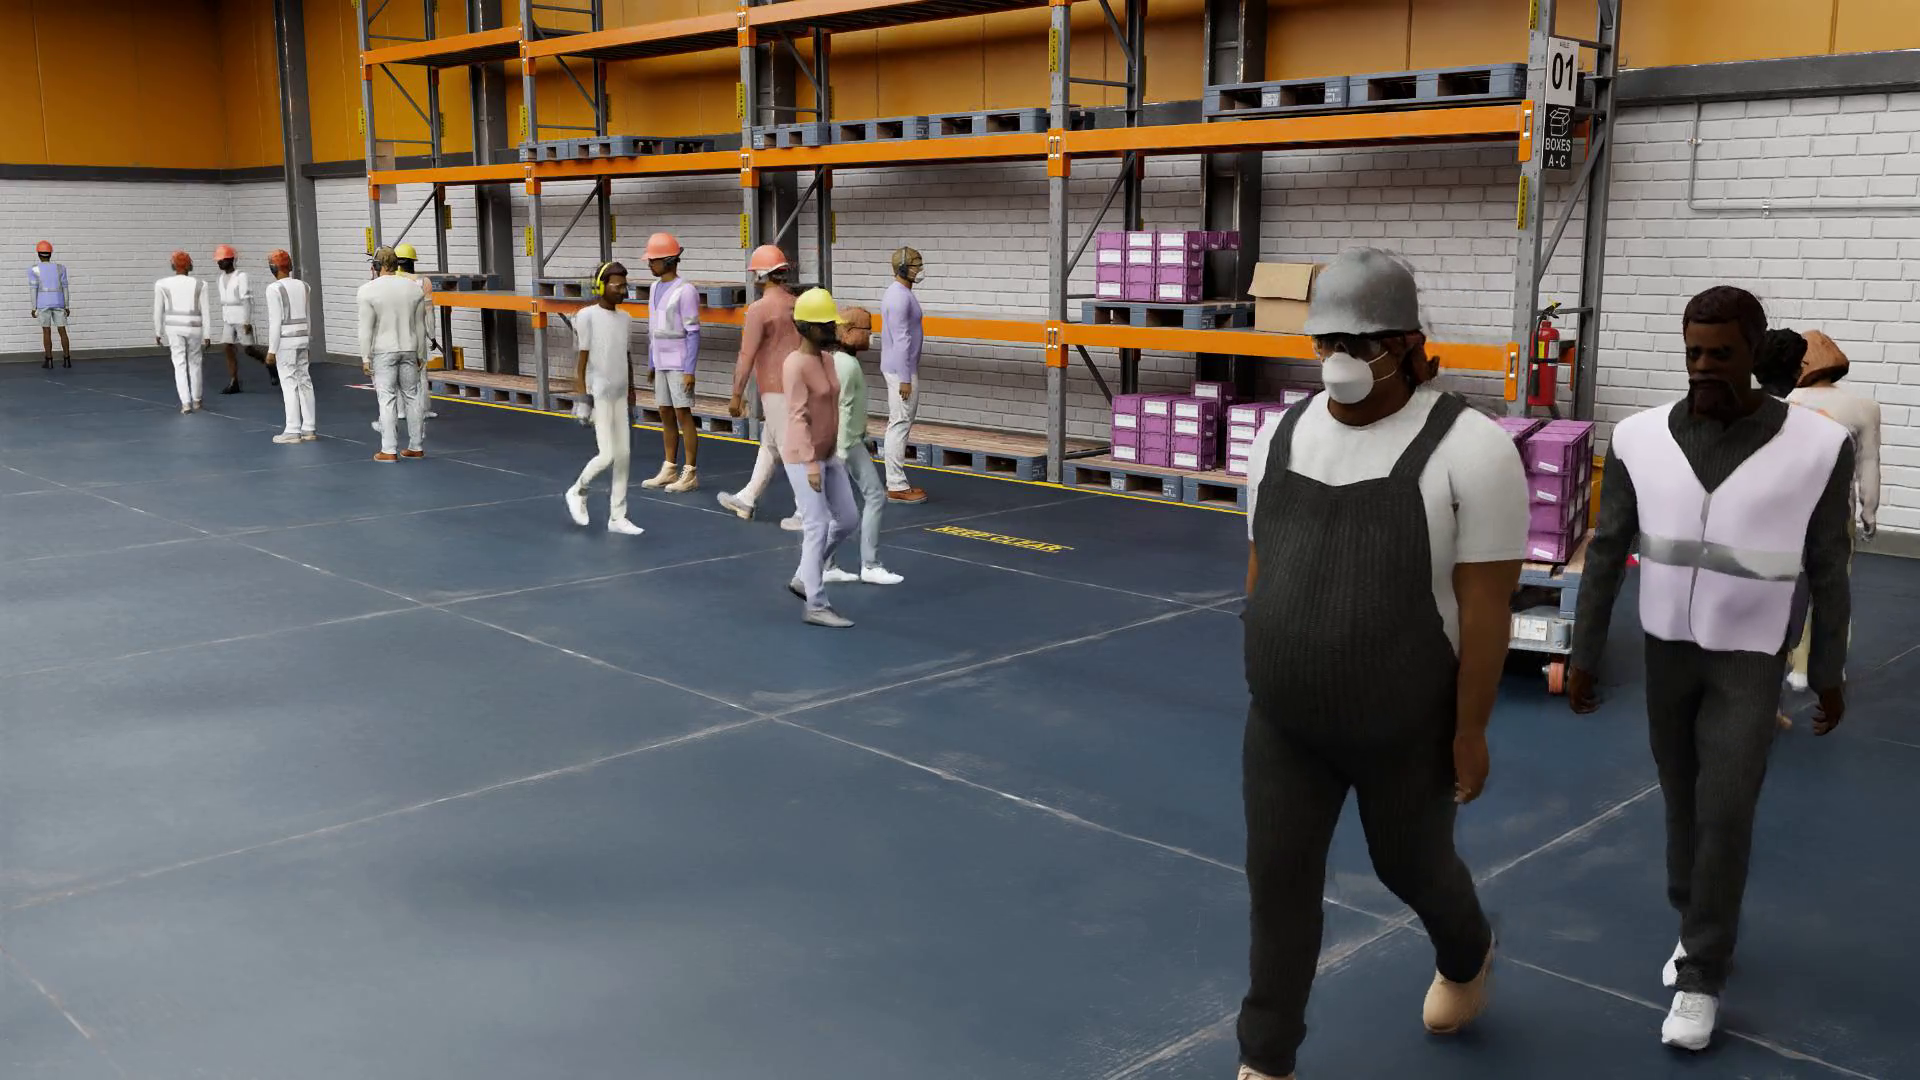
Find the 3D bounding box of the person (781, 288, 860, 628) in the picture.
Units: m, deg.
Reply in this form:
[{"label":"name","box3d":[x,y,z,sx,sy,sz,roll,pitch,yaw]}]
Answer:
[{"label":"person","box3d":[-0.722,-0.414,8.573,0.365,1.752,0.546,4,11,21]}]

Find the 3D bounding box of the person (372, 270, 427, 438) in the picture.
[{"label":"person","box3d":[-5.636,-1.875,16.708,0.916,1.686,0.499,10,14,44]}]

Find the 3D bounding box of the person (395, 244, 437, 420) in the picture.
[{"label":"person","box3d":[-6.065,-2.283,18.308,0.594,1.922,0.377,-1,10,-5]}]

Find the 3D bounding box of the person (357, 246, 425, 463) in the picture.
[{"label":"person","box3d":[-5.070,-1.654,14.887,0.368,1.932,0.622,10,14,44]}]

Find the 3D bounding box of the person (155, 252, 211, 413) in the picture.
[{"label":"person","box3d":[-8.920,-2.383,19.114,0.596,1.836,0.987,-5,11,-24]}]

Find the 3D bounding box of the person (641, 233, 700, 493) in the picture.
[{"label":"person","box3d":[-2.289,-1.385,13.104,0.394,2.038,0.605,-9,14,-40]}]

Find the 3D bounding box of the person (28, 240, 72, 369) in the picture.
[{"label":"person","box3d":[-13.877,-3.582,25.356,0.542,1.939,0.361,-9,14,-40]}]

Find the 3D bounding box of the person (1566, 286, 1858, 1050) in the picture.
[{"label":"person","box3d":[1.877,0.310,4.255,0.623,1.885,0.832,9,14,41]}]

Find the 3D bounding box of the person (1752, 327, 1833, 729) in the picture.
[{"label":"person","box3d":[3.121,0.008,6.561,0.778,1.671,0.528,-5,11,-23]}]

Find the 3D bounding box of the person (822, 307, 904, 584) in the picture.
[{"label":"person","box3d":[-0.564,-0.540,9.653,0.628,1.610,0.510,-2,11,-9]}]

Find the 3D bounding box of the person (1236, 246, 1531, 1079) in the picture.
[{"label":"person","box3d":[0.968,0.303,3.891,0.688,2.000,0.920,8,13,38]}]

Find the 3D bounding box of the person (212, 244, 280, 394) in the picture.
[{"label":"person","box3d":[-9.227,-2.839,21.413,0.590,1.906,0.818,5,11,24]}]

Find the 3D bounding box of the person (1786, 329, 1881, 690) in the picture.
[{"label":"person","box3d":[3.786,-0.122,7.386,0.520,1.613,0.359,4,11,20]}]

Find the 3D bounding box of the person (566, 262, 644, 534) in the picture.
[{"label":"person","box3d":[-2.407,-0.954,11.267,0.488,1.847,0.529,7,12,33]}]

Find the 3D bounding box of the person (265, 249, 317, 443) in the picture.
[{"label":"person","box3d":[-6.568,-1.893,16.288,0.353,1.886,0.572,3,11,16]}]

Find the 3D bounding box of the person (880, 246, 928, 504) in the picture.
[{"label":"person","box3d":[-0.428,-1.251,12.645,0.355,1.938,0.636,0,10,-2]}]

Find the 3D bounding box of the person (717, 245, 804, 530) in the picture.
[{"label":"person","box3d":[-1.357,-1.050,11.516,1.008,1.941,0.652,5,12,26]}]
